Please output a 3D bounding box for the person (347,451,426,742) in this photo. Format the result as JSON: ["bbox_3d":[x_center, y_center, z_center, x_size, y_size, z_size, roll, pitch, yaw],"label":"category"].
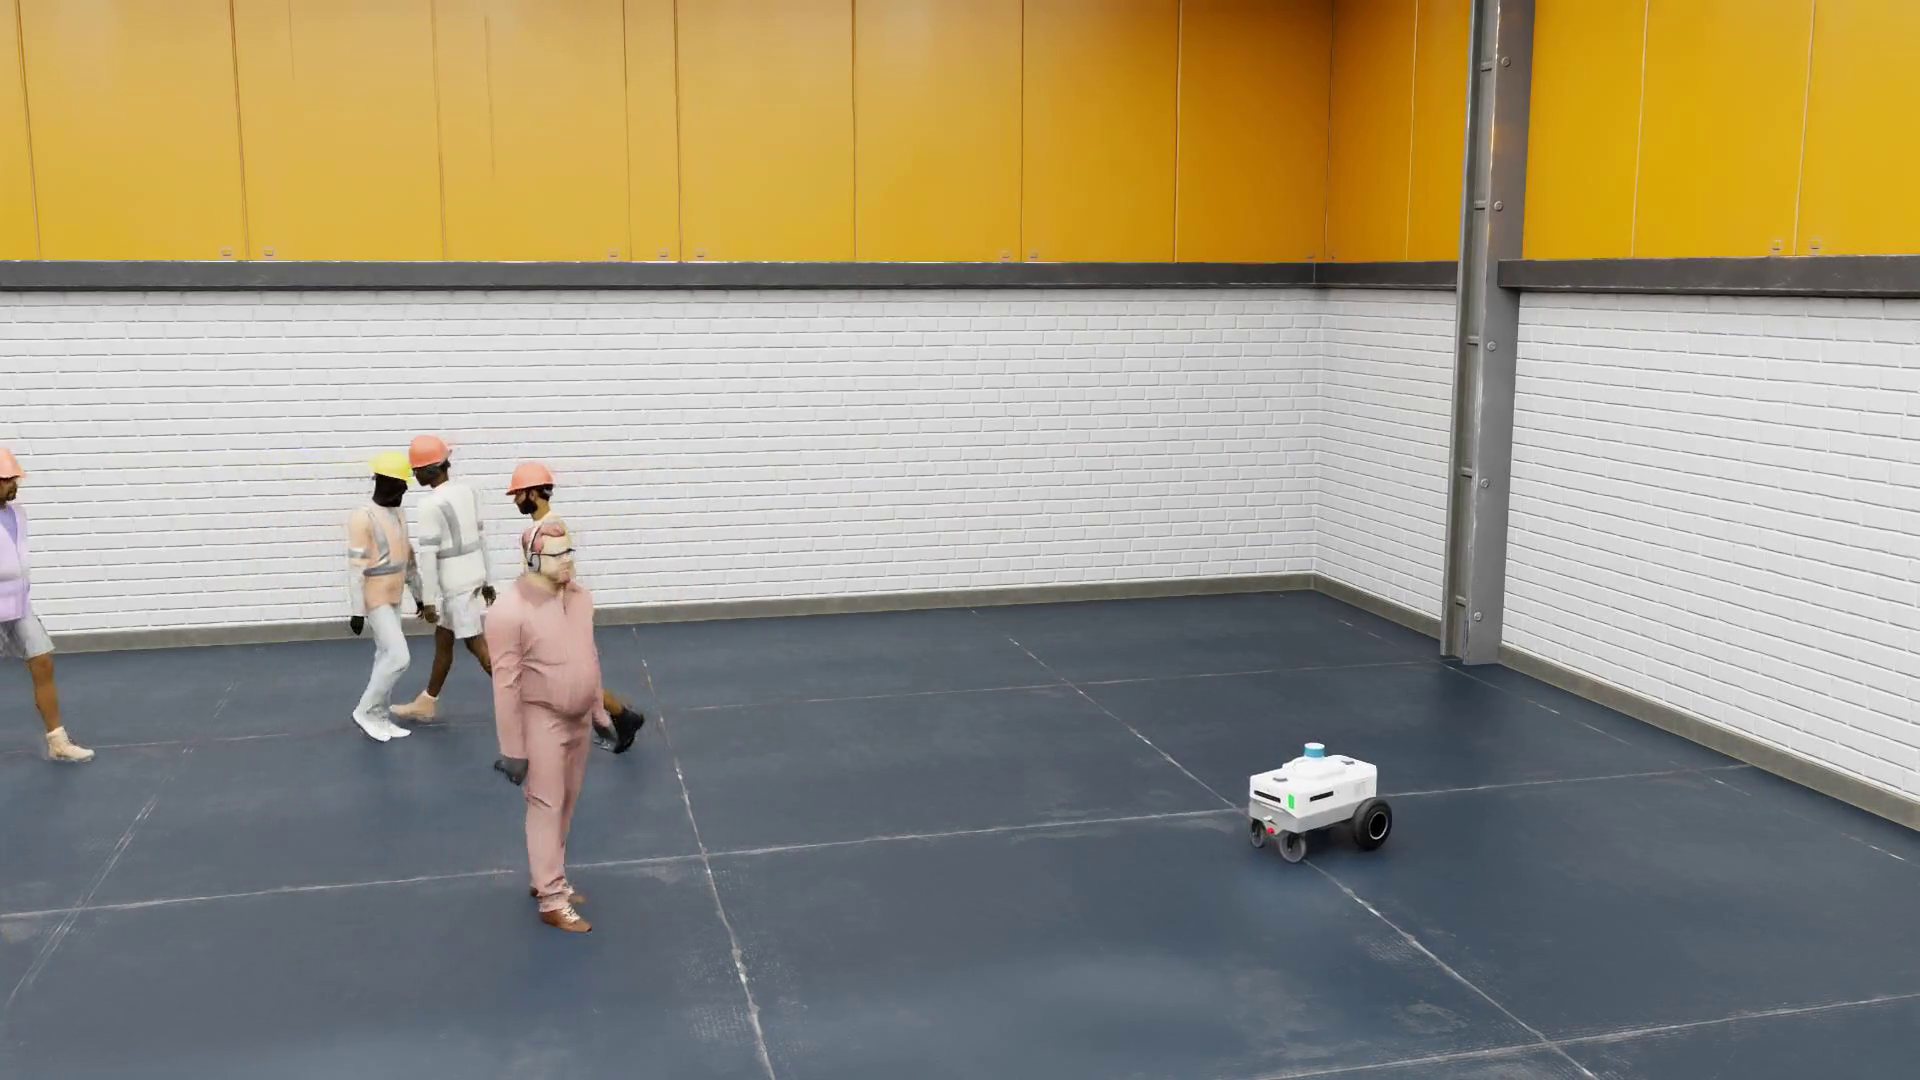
[{"bbox_3d":[-3.719,0.375,10.746,0.462,1.890,0.615,1,9,5],"label":"person"}]

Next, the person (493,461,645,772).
[{"bbox_3d":[-2.432,0.456,10.230,0.881,1.900,0.555,-5,10,-27],"label":"person"}]

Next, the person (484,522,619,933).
[{"bbox_3d":[-1.890,0.852,7.794,0.433,1.915,0.646,4,10,23],"label":"person"}]

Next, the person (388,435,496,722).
[{"bbox_3d":[-3.323,0.287,11.062,1.027,1.982,0.613,1,9,8],"label":"person"}]

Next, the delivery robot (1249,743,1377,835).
[{"bbox_3d":[1.857,1.314,8.752,0.707,0.478,0.477,-7,11,-36],"label":"delivery robot"}]

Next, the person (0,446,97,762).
[{"bbox_3d":[-5.955,0.413,10.205,1.024,2.005,0.622,1,9,6],"label":"person"}]
